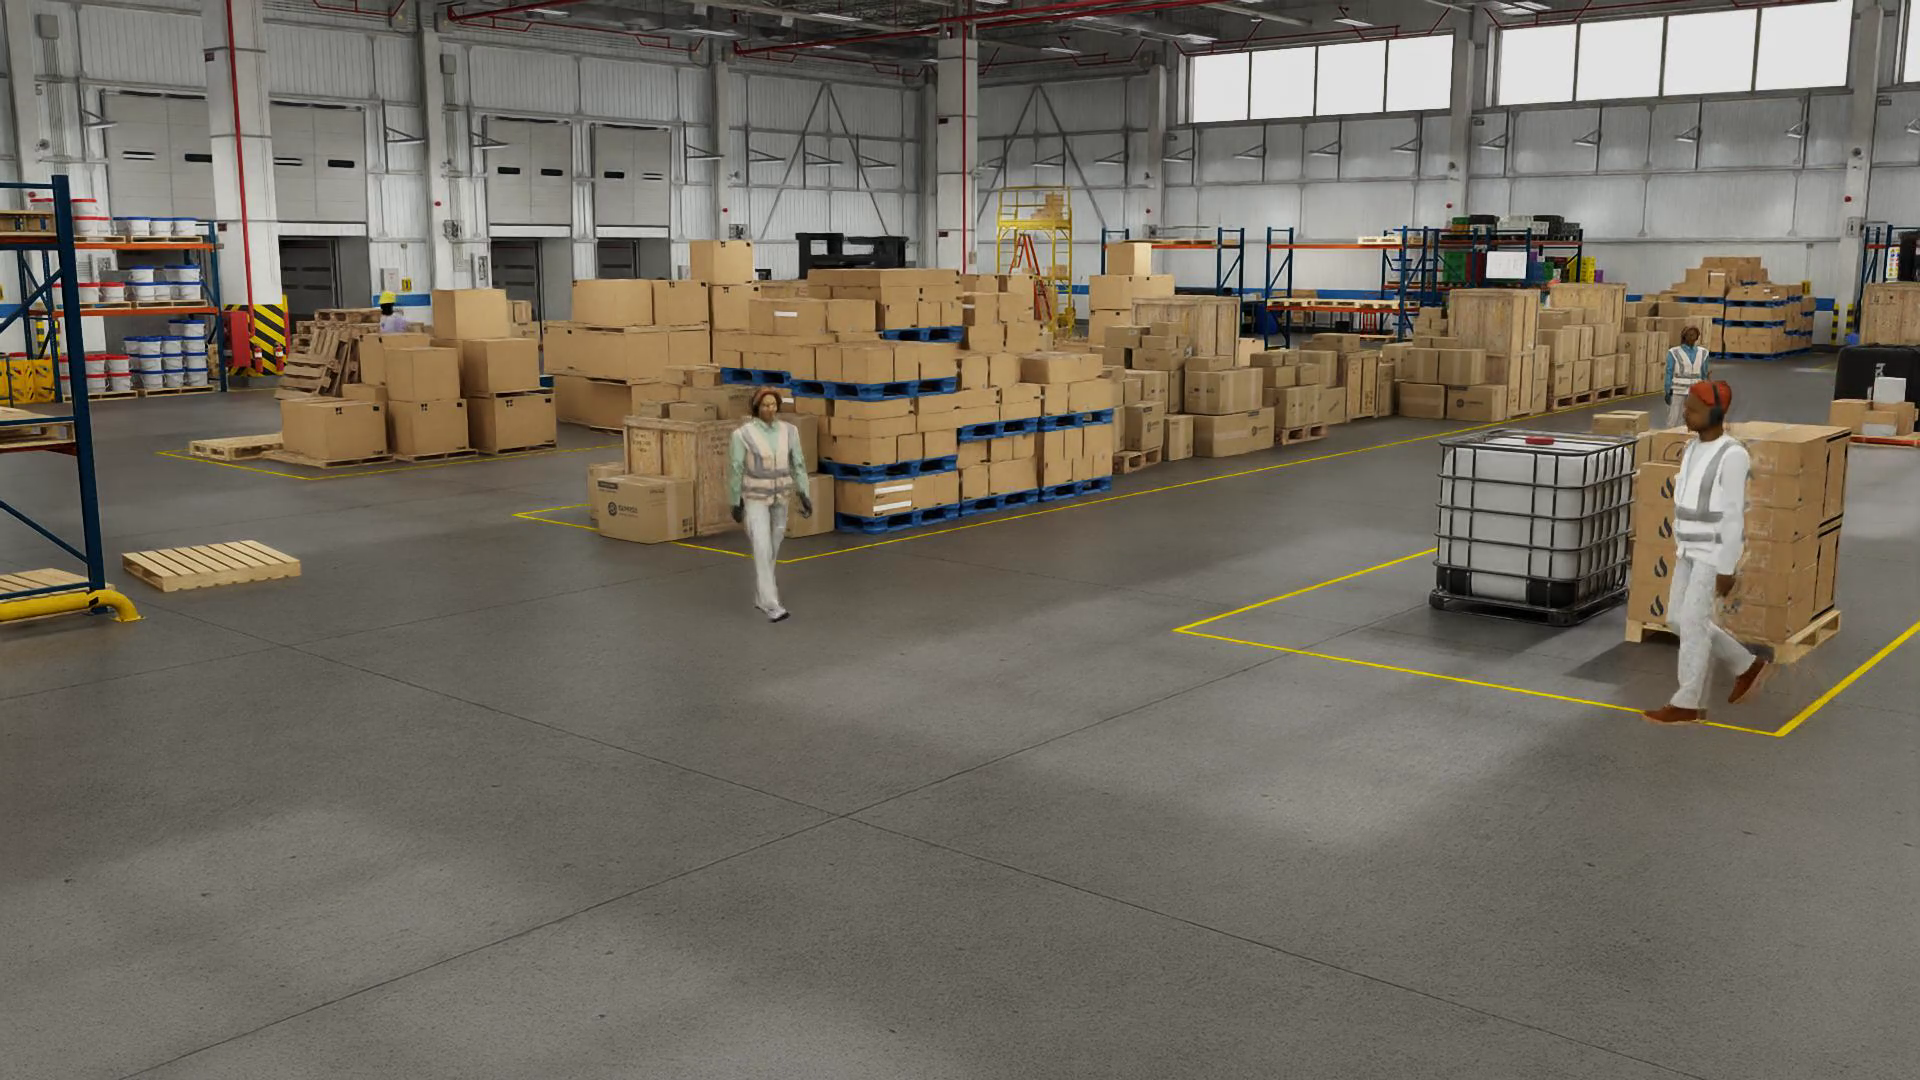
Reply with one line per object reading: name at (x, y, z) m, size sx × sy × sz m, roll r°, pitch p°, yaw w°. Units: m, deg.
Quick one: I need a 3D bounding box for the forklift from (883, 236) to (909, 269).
forklift at (-1.509, -5.786, 39.336) m, size 1.873 × 2.768 × 1.129 m, roll 2°, pitch 10°, yaw 14°

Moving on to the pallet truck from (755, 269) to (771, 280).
pallet truck at (-4.996, -6.432, 45.525) m, size 1.885 × 1.965 × 0.823 m, roll -6°, pitch 12°, yaw -32°

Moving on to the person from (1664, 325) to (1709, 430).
person at (8.642, -1.738, 19.820) m, size 0.523 × 1.640 × 0.306 m, roll 0°, pitch 10°, yaw -3°

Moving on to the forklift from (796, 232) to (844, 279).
forklift at (-2.569, -4.256, 30.626) m, size 1.873 × 2.768 × 1.129 m, roll 8°, pitch 13°, yaw 40°

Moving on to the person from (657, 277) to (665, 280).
person at (-6.441, -4.712, 35.943) m, size 0.638 × 1.928 × 0.373 m, roll -4°, pitch 11°, yaw -24°

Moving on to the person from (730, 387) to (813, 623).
person at (-1.265, -0.235, 11.377) m, size 0.518 × 1.603 × 0.824 m, roll -7°, pitch 12°, yaw -34°

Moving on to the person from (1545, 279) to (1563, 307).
person at (12.081, -4.344, 33.847) m, size 0.497 × 1.918 × 0.583 m, roll 4°, pitch 11°, yaw 20°

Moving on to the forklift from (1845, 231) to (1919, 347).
forklift at (16.148, -3.810, 28.085) m, size 1.873 × 2.768 × 1.129 m, roll -1°, pitch 10°, yaw -7°

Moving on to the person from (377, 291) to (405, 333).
person at (-8.645, -2.865, 25.500) m, size 0.594 × 1.904 × 0.817 m, roll 9°, pitch 14°, yaw 43°

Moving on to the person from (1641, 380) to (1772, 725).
person at (4.029, 0.079, 8.843) m, size 0.621 × 1.868 × 0.579 m, roll 0°, pitch 10°, yaw -1°
